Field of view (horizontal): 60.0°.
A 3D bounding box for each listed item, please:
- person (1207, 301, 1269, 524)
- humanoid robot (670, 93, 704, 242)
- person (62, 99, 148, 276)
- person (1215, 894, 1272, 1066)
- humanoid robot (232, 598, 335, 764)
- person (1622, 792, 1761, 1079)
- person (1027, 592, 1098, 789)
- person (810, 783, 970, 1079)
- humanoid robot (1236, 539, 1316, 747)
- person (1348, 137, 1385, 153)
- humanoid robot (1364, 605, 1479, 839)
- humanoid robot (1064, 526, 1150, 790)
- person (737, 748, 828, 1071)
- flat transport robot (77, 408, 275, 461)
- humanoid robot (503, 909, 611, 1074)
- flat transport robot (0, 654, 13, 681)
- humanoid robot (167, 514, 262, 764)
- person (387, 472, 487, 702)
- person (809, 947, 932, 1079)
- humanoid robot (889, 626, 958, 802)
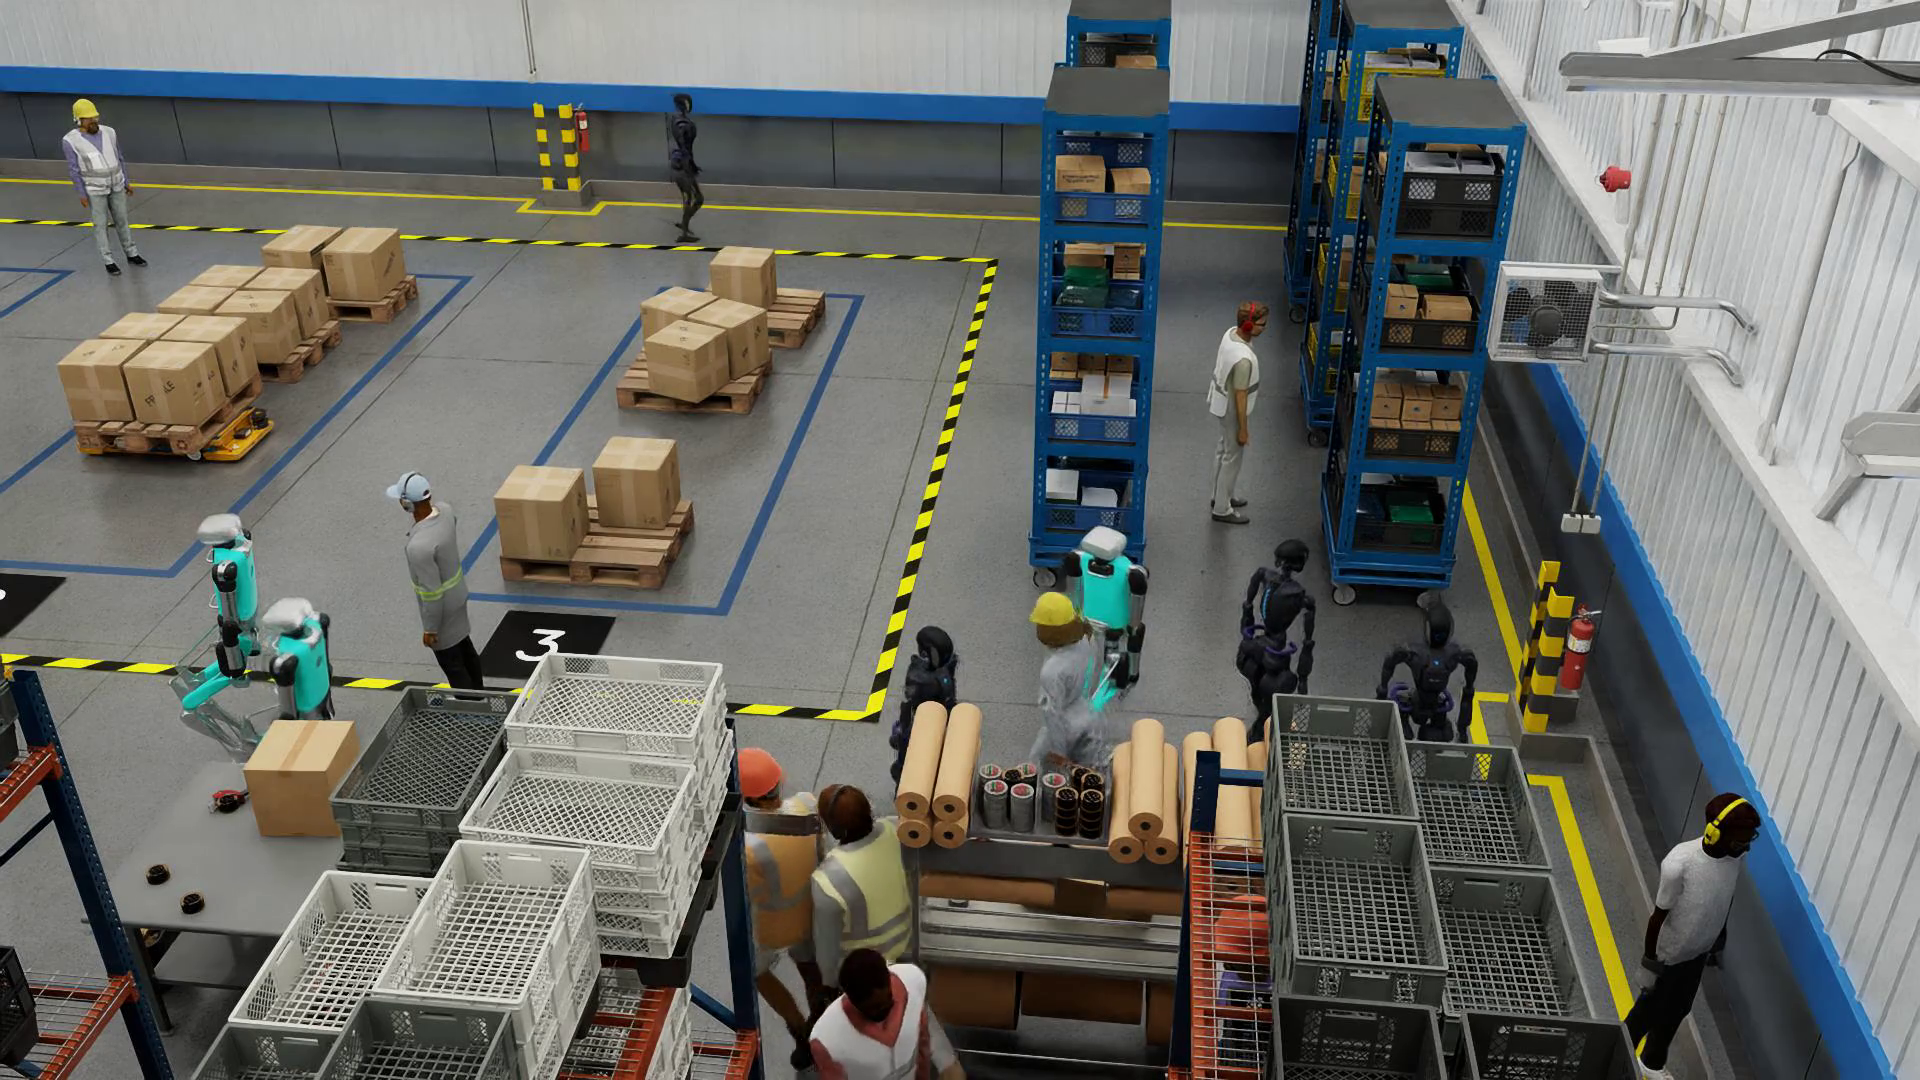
[{"bbox_3d":[2.115,-0.980,12.806,0.414,1.831,0.569,0,30,0],"label":"person"},{"bbox_3d":[-3.018,-4.088,18.287,0.348,1.646,0.587,-2,30,-4],"label":"humanoid robot"},{"bbox_3d":[-9.013,-3.725,17.513,0.404,1.837,0.589,19,35,30],"label":"person"},{"bbox_3d":[1.144,2.287,6.985,0.372,2.044,0.606,-12,32,-20],"label":"person"},{"bbox_3d":[-3.860,1.091,9.391,1.066,1.746,0.539,3,30,5],"label":"humanoid robot"},{"bbox_3d":[3.388,1.932,7.780,0.512,1.858,0.333,-13,33,-21],"label":"person"},{"bbox_3d":[0.502,1.028,9.480,0.876,1.698,0.495,16,34,26],"label":"person"},{"bbox_3d":[-0.357,1.945,7.812,0.644,1.806,0.761,-25,39,-36],"label":"person"},{"bbox_3d":[1.919,0.700,10.102,0.719,1.624,0.591,-20,36,-30],"label":"humanoid robot"},{"bbox_3d":[4.318,-3.972,17.916,0.516,1.865,0.320,11,32,18],"label":"person"},{"bbox_3d":[2.636,1.041,9.538,0.605,1.621,0.802,1,30,1],"label":"humanoid robot"},{"bbox_3d":[0.715,0.843,9.819,0.538,1.768,1.035,17,34,27],"label":"humanoid robot"},{"bbox_3d":[-0.845,1.788,7.974,0.501,1.907,0.636,24,38,35],"label":"person"},{"bbox_3d":[-6.728,-0.944,14.268,1.431,0.197,0.652,3,30,6],"label":"flat transport robot"},{"bbox_3d":[-1.888,2.116,7.651,0.610,1.638,0.441,10,32,17],"label":"humanoid robot"},{"bbox_3d":[-7.142,0.969,11.010,1.431,0.231,0.659,3,30,6],"label":"flat transport robot"},{"bbox_3d":[-4.512,0.628,10.004,0.735,1.675,0.533,-5,31,-9],"label":"humanoid robot"},{"bbox_3d":[-3.278,0.398,10.416,0.388,1.849,0.597,0,30,0],"label":"person"},{"bbox_3d":[-0.322,2.387,6.979,0.617,1.876,0.505,-24,38,-35],"label":"person"},{"bbox_3d":[-0.210,1.151,9.290,0.393,1.635,0.604,16,34,26],"label":"humanoid robot"}]
